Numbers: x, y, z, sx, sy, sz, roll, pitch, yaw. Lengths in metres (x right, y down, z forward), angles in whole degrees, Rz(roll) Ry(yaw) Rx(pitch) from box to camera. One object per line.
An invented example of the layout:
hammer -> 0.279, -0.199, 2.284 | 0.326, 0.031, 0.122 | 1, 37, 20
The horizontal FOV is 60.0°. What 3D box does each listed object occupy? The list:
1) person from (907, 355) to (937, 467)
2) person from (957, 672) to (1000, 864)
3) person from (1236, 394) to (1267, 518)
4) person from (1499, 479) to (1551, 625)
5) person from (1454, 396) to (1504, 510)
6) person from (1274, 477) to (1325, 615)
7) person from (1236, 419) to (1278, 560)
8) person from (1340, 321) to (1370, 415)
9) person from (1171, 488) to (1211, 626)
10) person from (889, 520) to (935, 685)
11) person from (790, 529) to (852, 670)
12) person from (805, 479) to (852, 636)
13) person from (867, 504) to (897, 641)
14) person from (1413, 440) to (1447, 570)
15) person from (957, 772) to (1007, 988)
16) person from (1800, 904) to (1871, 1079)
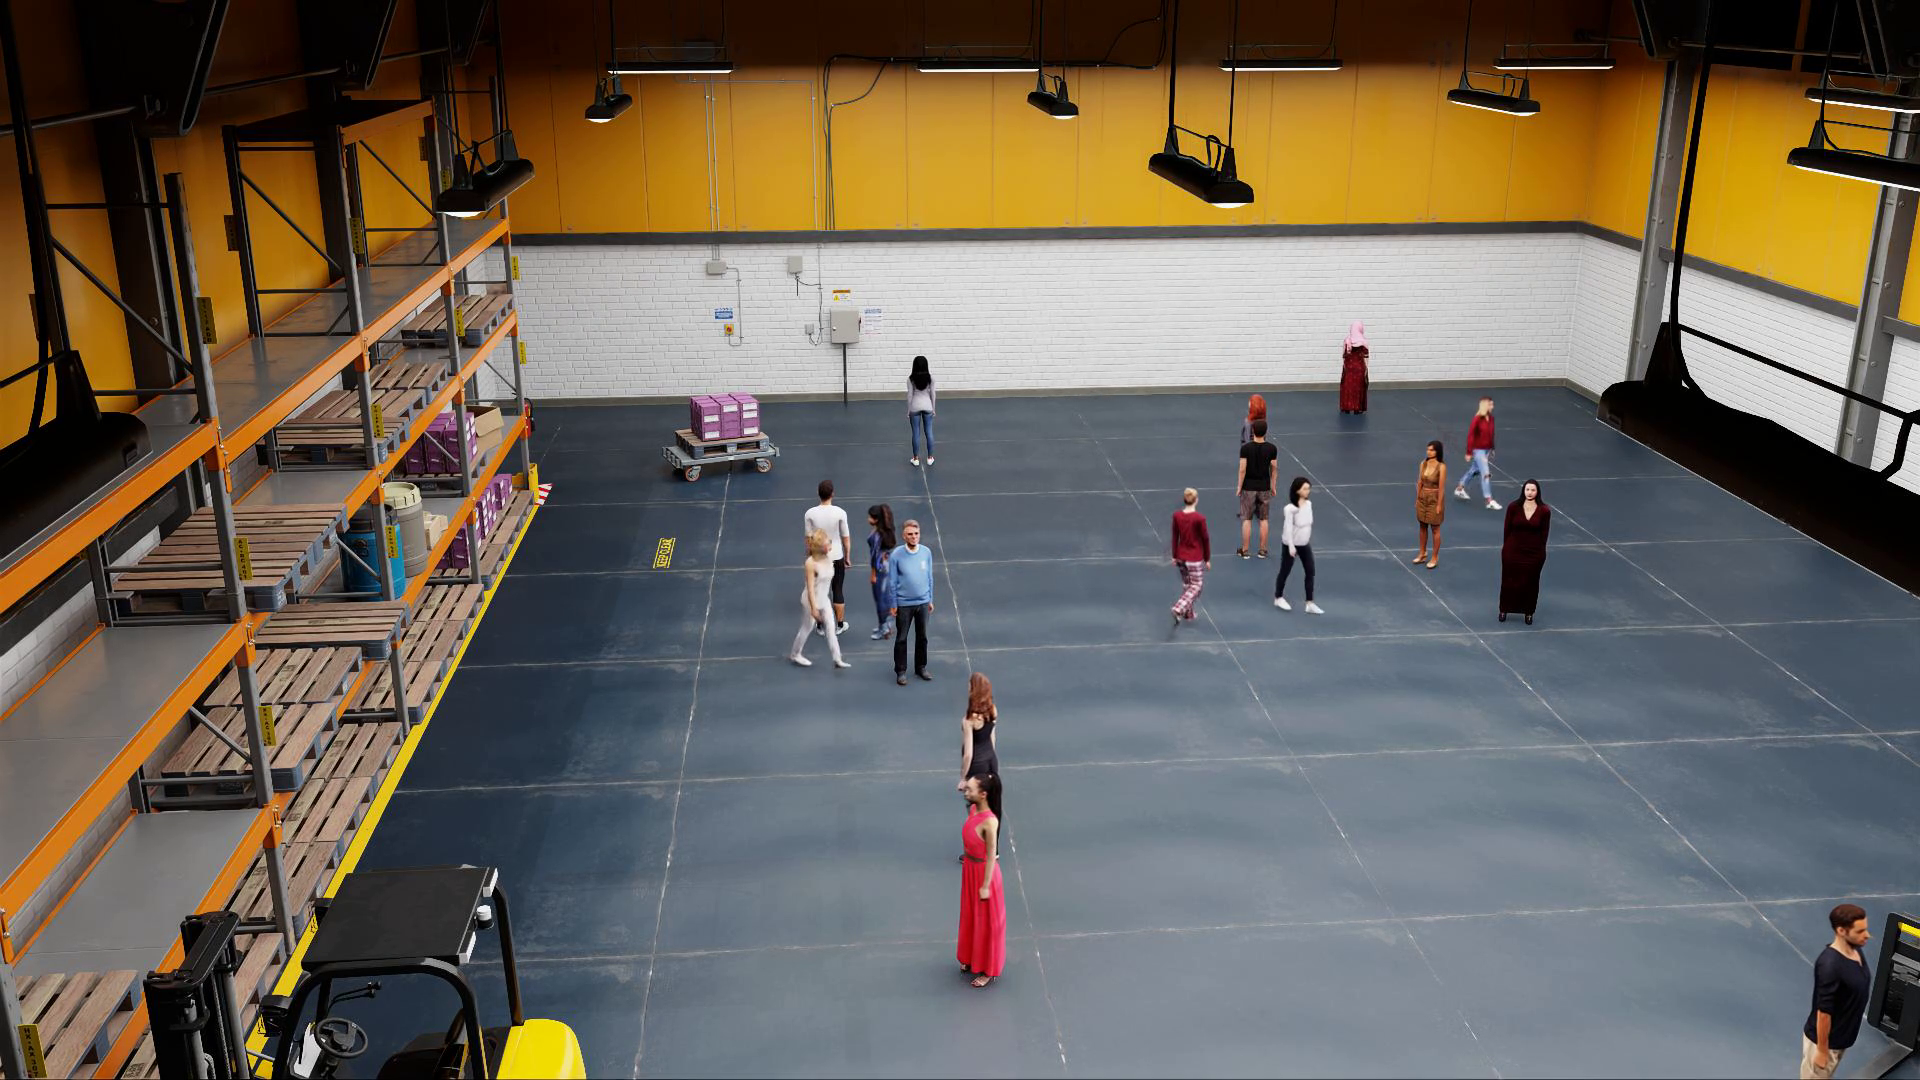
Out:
person -> -0.603, -2.025, 25.932 | 0.619, 1.735, 0.542 | -3, 19, -9
person -> 0.175, 1.945, 14.127 | 0.720, 1.746, 0.654 | 14, 23, 36
person -> 4.109, -1.178, 23.348 | 0.655, 1.779, 0.676 | -15, 24, -38
person -> 6.616, 0.124, 19.516 | 0.745, 1.758, 0.736 | 6, 20, 18
person -> 7.431, -1.271, 23.920 | 1.001, 1.591, 1.171 | -14, 23, -36
person -> 3.944, 0.048, 19.873 | 0.871, 1.675, 0.998 | -12, 22, -32
person -> 3.862, -0.674, 21.723 | 0.682, 1.861, 0.555 | -1, 19, -3
person -> 6.893, -3.015, 29.034 | 0.764, 1.631, 0.803 | 12, 22, 32
person -> 2.650, 0.225, 19.334 | 0.920, 1.683, 0.980 | 15, 24, 37
person -> -0.522, 0.635, 17.901 | 0.717, 1.820, 0.676 | -7, 20, -21
person -> -1.635, 0.644, 18.182 | 1.059, 1.624, 1.058 | 10, 21, 26
person -> -1.523, 0.196, 19.155 | 0.690, 1.852, 0.580 | 0, 19, 0
person -> -0.902, 0.347, 19.061 | 0.718, 1.626, 0.568 | 3, 19, 9
person -> 6.063, -0.472, 21.398 | 0.697, 1.687, 0.600 | -13, 22, -33
person -> 0.158, 2.522, 12.444 | 0.740, 1.727, 0.607 | -8, 20, -21
person -> 5.463, 3.114, 10.477 | 0.747, 1.859, 0.703 | 17, 25, 41
